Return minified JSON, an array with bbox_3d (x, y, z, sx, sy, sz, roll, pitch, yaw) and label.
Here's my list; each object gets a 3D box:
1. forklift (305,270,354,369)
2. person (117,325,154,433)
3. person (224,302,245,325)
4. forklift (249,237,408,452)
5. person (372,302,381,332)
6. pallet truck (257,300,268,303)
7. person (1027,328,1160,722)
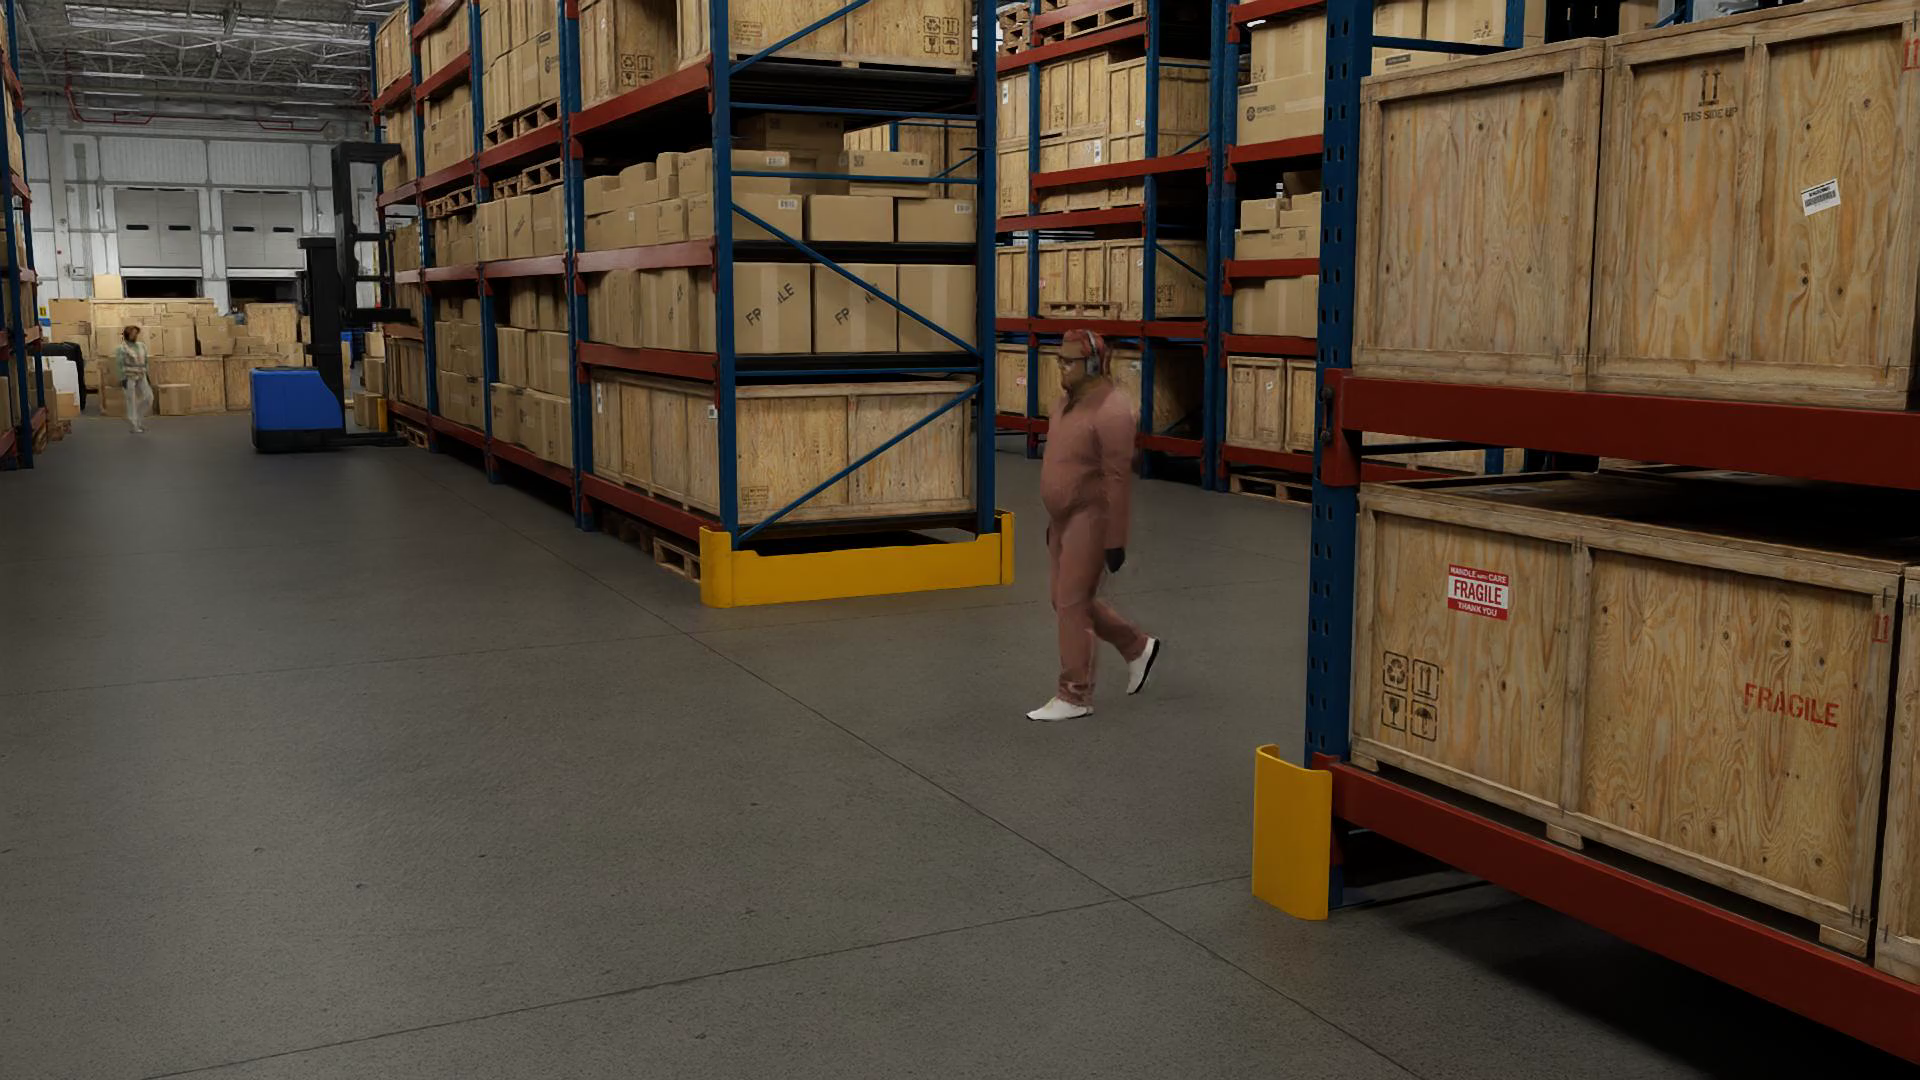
[{"bbox_3d":[-17.965,-6.238,47.102,1.129,2.768,1.873,-5,10,-32],"label":"forklift"},{"bbox_3d":[-12.410,-2.416,25.030,0.375,1.623,0.542,4,9,24],"label":"person"},{"bbox_3d":[-20.623,-5.808,47.395,0.641,1.932,0.368,-3,9,-23],"label":"person"},{"bbox_3d":[-8.497,-2.629,22.220,1.873,2.768,1.129,-4,9,-26],"label":"forklift"},{"bbox_3d":[-14.534,-4.989,41.727,0.355,1.938,0.545,-1,8,-3],"label":"person"},{"bbox_3d":[-23.913,-7.404,58.171,1.885,1.965,0.823,-1,8,-9],"label":"pallet truck"},{"bbox_3d":[0.652,-0.079,8.037,0.685,1.887,0.652,-3,9,-18],"label":"person"}]
